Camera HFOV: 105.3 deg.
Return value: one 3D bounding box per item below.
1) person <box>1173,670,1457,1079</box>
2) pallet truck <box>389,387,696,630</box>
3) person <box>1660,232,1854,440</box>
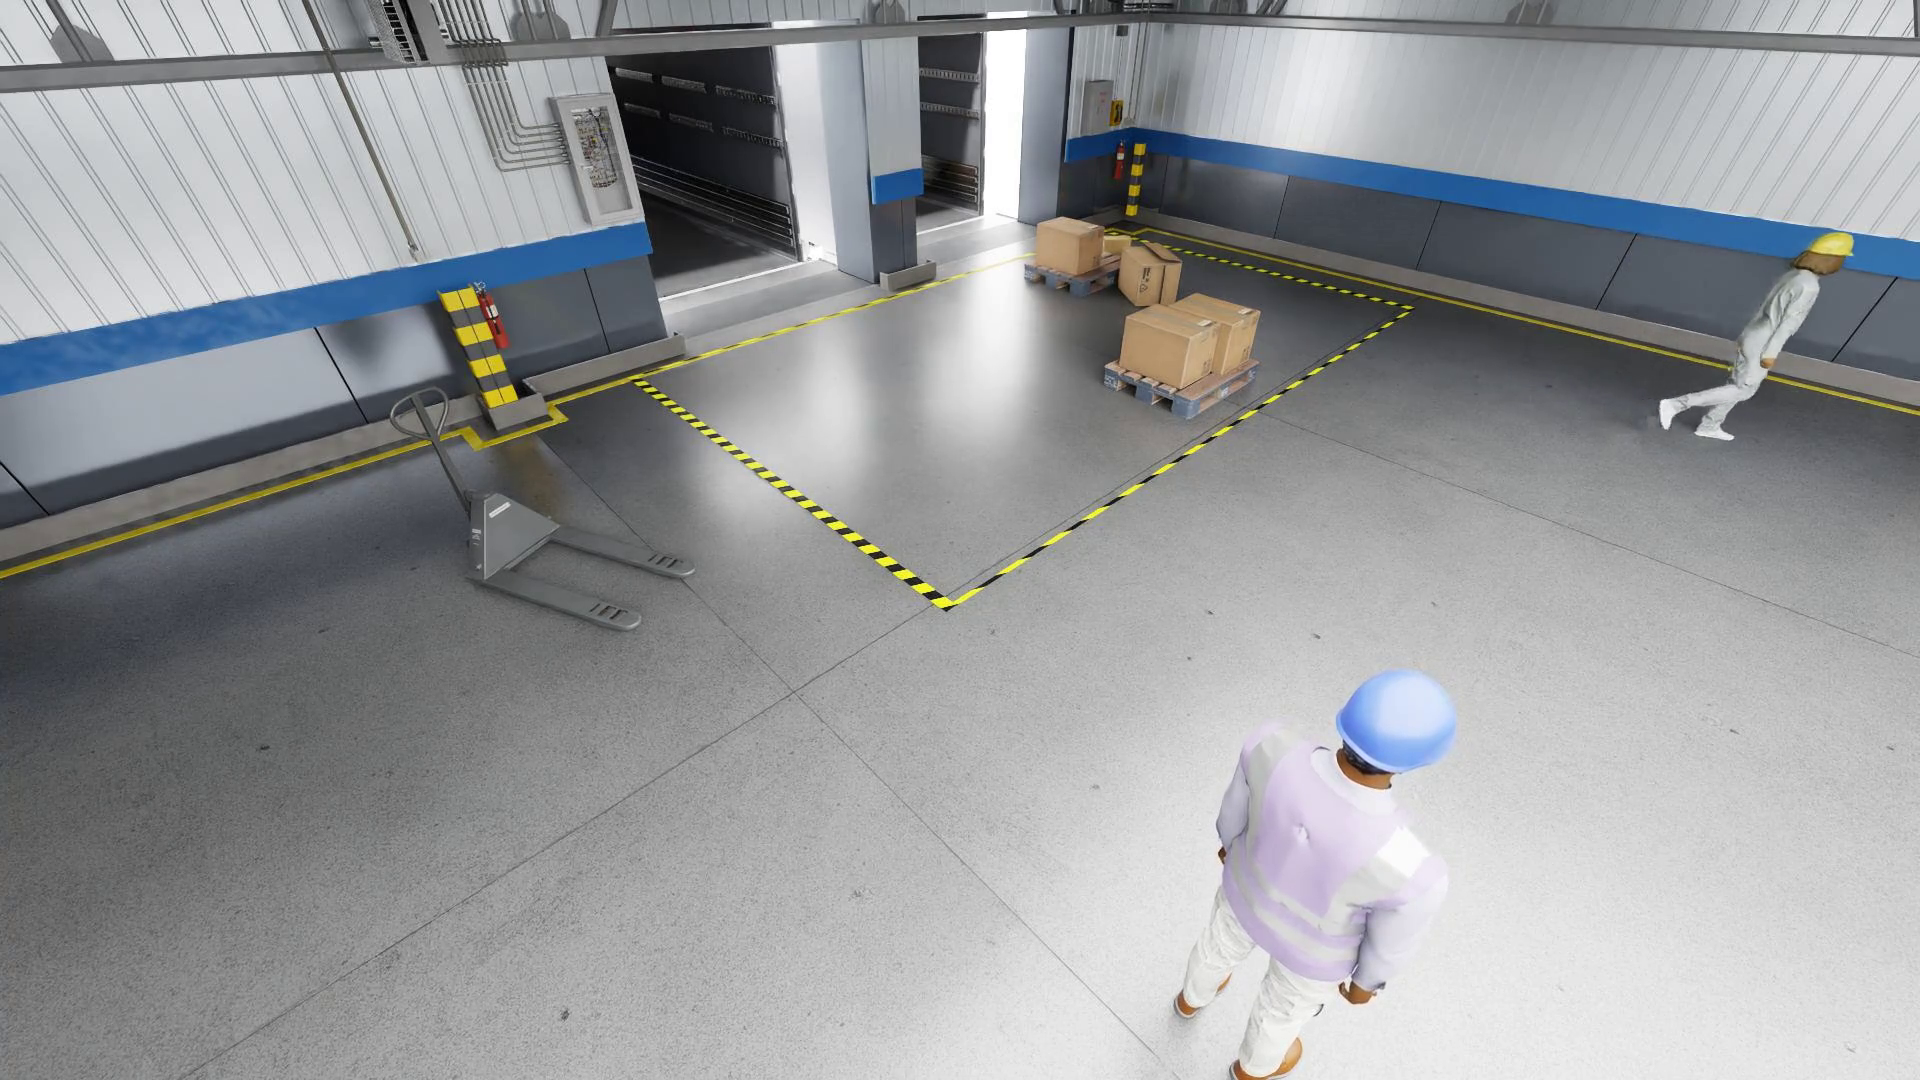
[{"bbox_3d":[1.027,1.113,2.252,0.387,1.949,0.602,-20,42,-24],"label":"person"},{"bbox_3d":[-2.613,-0.247,4.593,1.601,1.201,0.680,14,40,17],"label":"pallet truck"},{"bbox_3d":[6.417,-1.603,5.950,0.650,1.718,0.490,19,41,23],"label":"person"}]
